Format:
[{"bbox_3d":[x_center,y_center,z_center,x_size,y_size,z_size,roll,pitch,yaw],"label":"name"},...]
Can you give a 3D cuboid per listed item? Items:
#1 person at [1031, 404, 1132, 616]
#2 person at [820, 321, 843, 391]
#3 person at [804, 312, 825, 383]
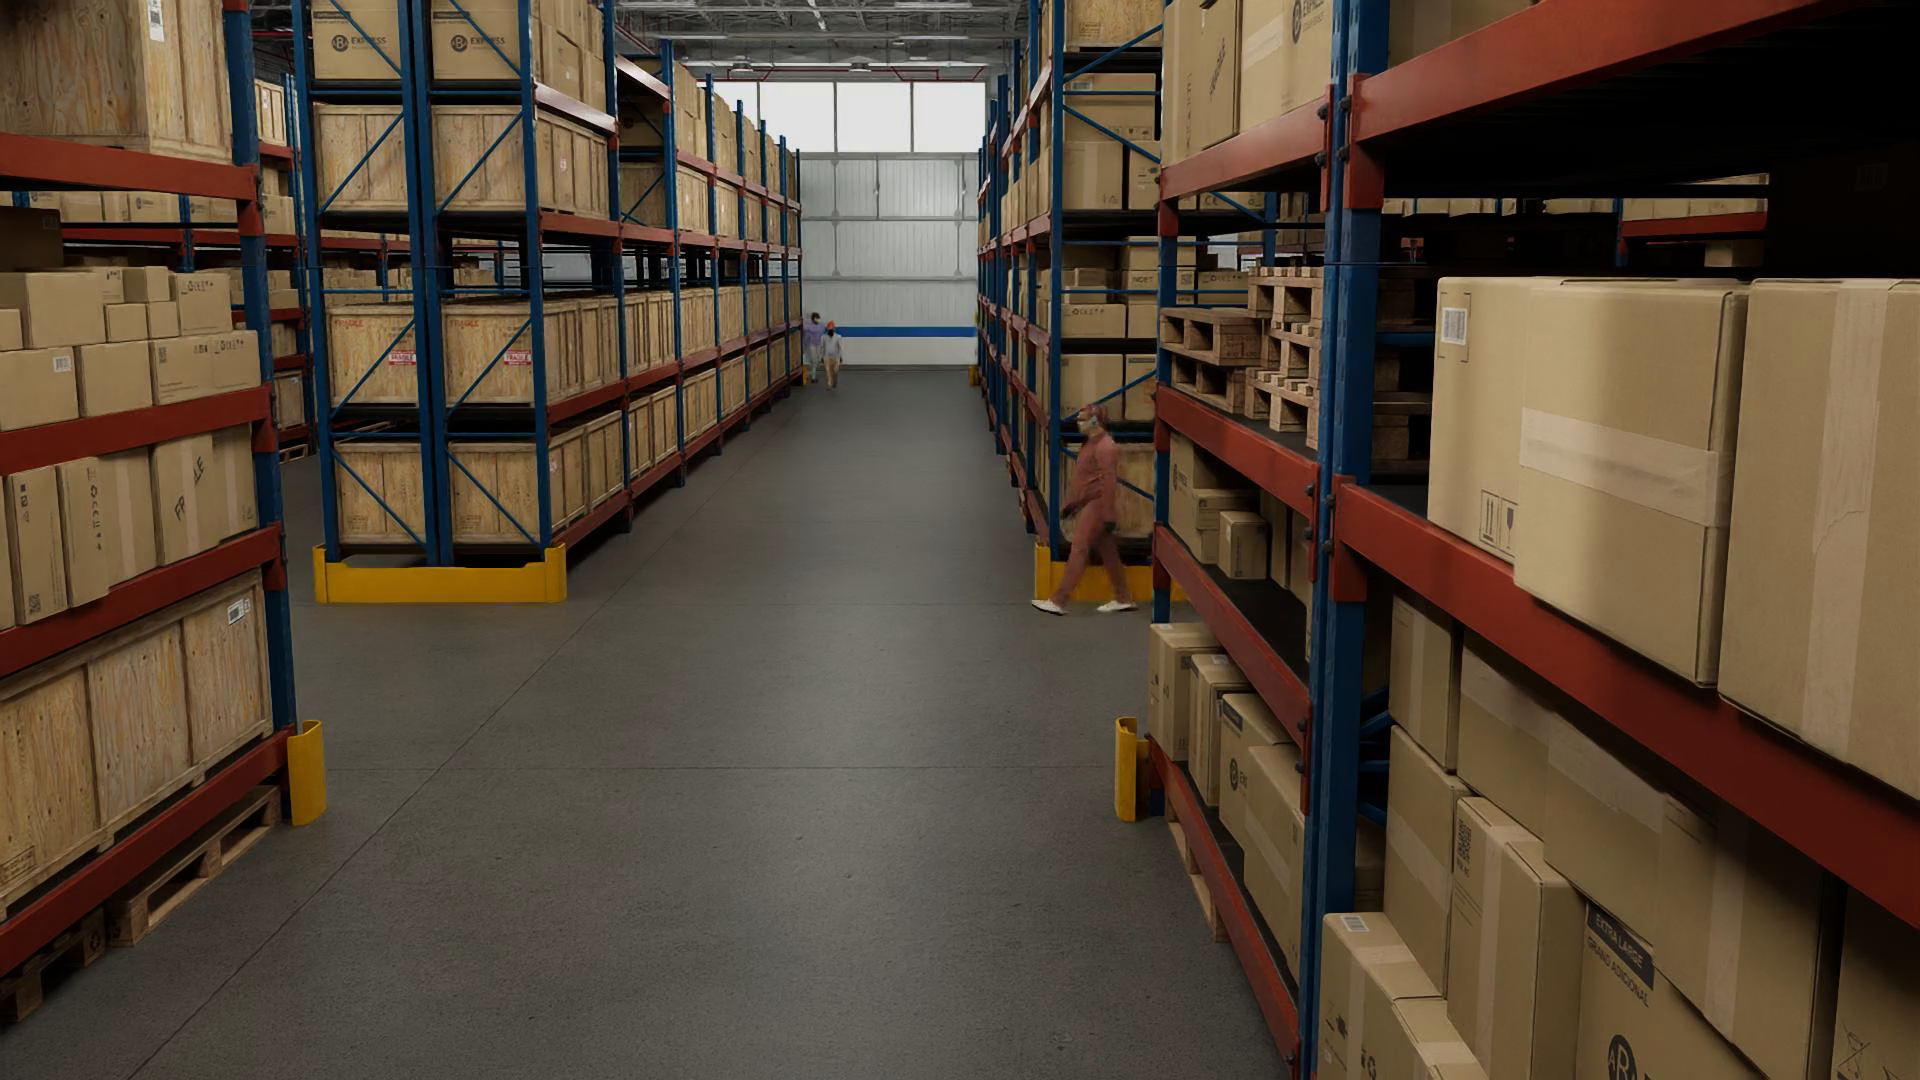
[{"bbox_3d":[1.086,-0.259,14.566,0.981,1.863,0.661,-1,9,-3],"label":"person"},{"bbox_3d":[-3.217,-4.605,41.559,0.563,1.743,0.414,-1,9,-3],"label":"person"},{"bbox_3d":[-3.850,-5.123,44.247,0.650,1.907,0.504,-6,11,-33],"label":"person"}]
